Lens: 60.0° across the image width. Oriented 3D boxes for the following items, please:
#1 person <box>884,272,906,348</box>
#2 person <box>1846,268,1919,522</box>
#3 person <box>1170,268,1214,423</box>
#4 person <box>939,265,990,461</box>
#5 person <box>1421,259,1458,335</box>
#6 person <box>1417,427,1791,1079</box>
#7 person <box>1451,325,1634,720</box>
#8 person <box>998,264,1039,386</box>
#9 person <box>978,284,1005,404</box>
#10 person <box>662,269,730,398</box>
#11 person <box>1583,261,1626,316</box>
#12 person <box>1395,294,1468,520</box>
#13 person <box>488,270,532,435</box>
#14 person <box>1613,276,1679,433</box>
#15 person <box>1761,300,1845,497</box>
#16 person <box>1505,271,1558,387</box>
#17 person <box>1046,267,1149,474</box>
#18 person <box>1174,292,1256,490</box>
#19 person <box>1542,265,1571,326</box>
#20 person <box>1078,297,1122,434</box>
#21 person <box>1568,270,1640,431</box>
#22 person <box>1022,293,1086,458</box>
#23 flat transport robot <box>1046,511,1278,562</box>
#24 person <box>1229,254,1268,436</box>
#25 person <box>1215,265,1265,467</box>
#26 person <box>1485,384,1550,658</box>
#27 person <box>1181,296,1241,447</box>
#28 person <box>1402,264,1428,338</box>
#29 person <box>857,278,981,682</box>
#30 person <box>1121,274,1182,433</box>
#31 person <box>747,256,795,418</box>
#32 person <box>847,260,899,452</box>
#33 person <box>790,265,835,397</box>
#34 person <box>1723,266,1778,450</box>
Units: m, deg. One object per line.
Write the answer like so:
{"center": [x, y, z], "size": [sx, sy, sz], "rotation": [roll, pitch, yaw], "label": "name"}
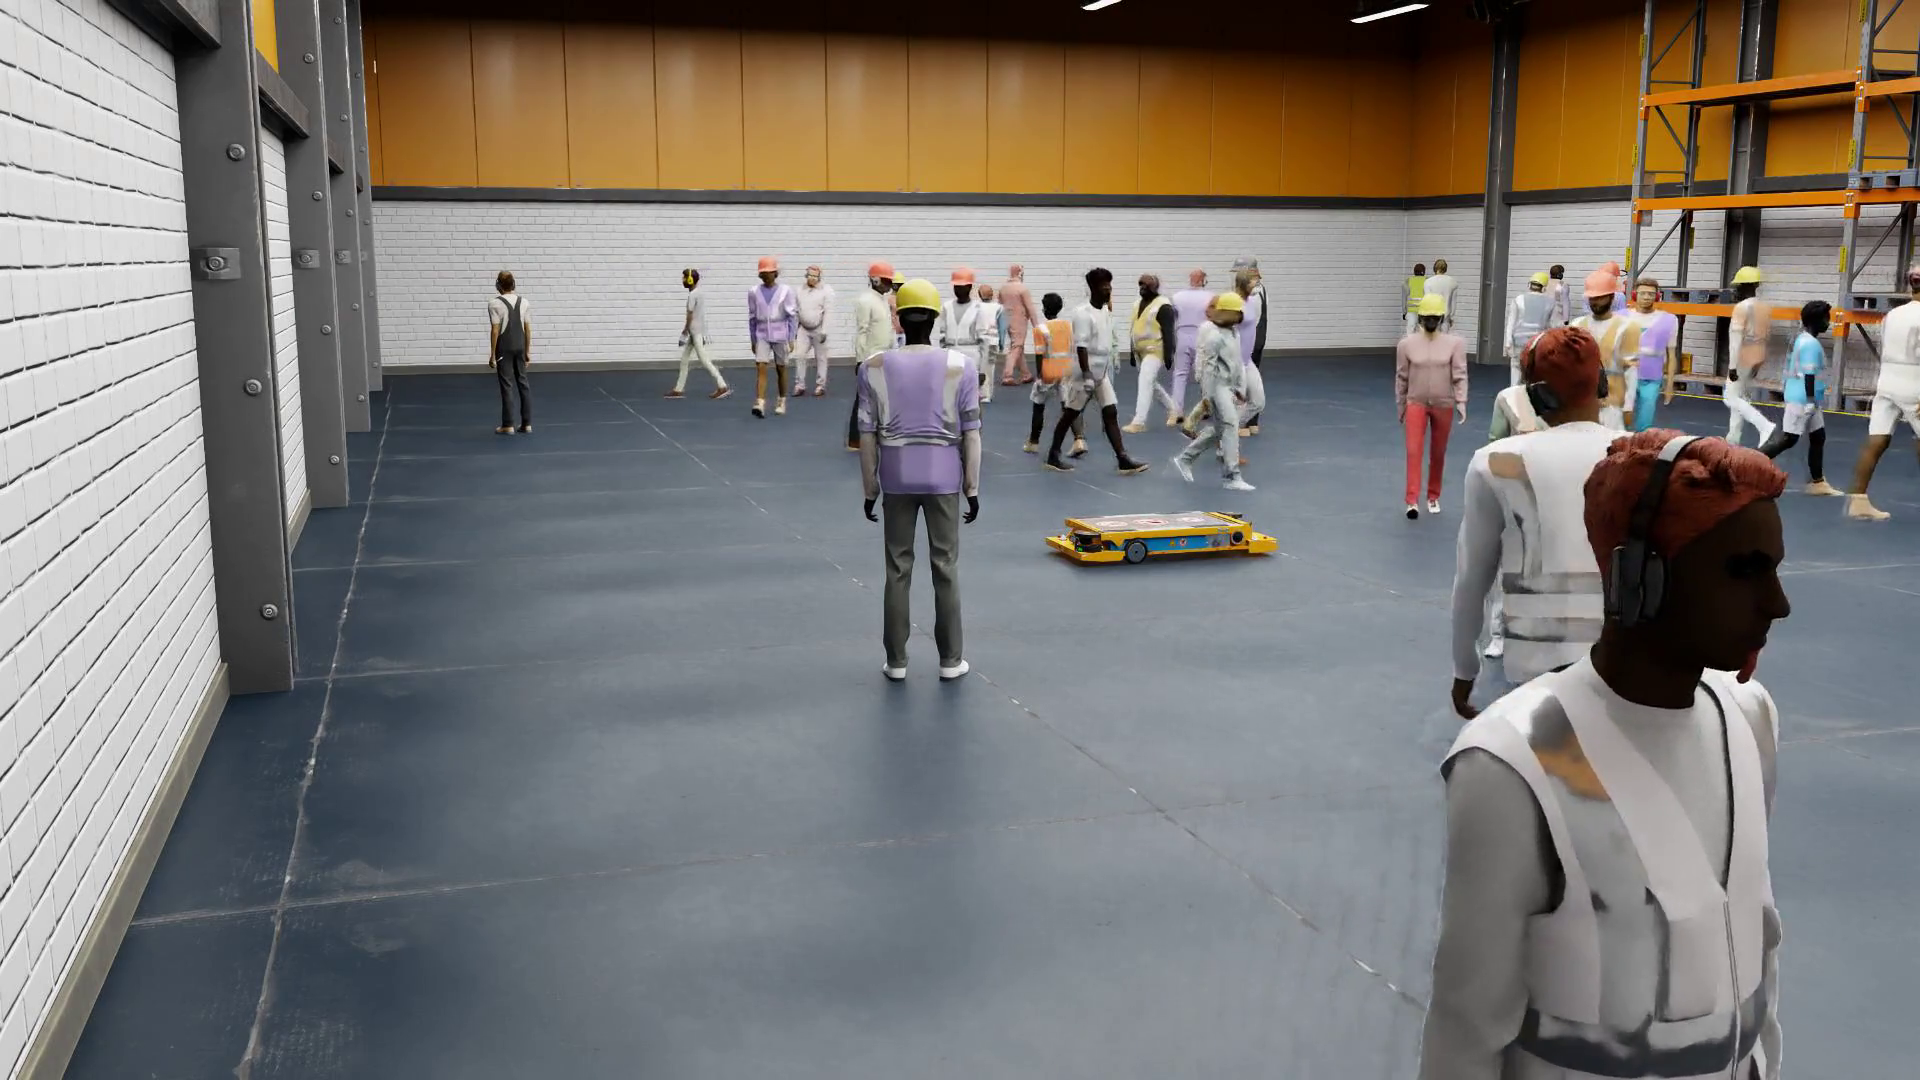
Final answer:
{"center": [-0.913, -2.975, 24.004], "size": [0.310, 1.769, 0.525], "rotation": [7, 12, 37], "label": "person"}
{"center": [7.264, -1.104, 12.603], "size": [1.057, 1.958, 0.687], "rotation": [-2, 10, -10], "label": "person"}
{"center": [2.839, -2.350, 20.134], "size": [0.661, 1.855, 1.018], "rotation": [5, 11, 25], "label": "person"}
{"center": [0.003, -1.707, 16.225], "size": [0.571, 1.914, 0.612], "rotation": [5, 11, 26], "label": "person"}
{"center": [8.021, -3.734, 27.895], "size": [0.636, 1.938, 0.358], "rotation": [-3, 10, -18], "label": "person"}
{"center": [0.785, 0.763, 2.180], "size": [0.583, 1.841, 0.966], "rotation": [-8, 12, -38], "label": "person"}
{"center": [1.638, 0.353, 4.488], "size": [0.596, 1.841, 0.767], "rotation": [2, 10, 9], "label": "person"}
{"center": [0.939, -3.317, 25.707], "size": [0.864, 1.864, 0.645], "rotation": [-7, 12, -33], "label": "person"}
{"center": [0.309, -2.681, 22.756], "size": [0.518, 1.613, 0.729], "rotation": [-4, 10, -20], "label": "person"}
{"center": [-3.704, -2.899, 23.404], "size": [0.953, 1.831, 0.535], "rotation": [-1, 10, -5], "label": "person"}
{"center": [7.905, -2.439, 20.399], "size": [0.361, 1.938, 0.545], "rotation": [-8, 13, -40], "label": "person"}
{"center": [3.615, -1.014, 12.785], "size": [0.541, 1.721, 0.922], "rotation": [3, 10, 15], "label": "person"}
{"center": [-5.082, -2.111, 18.769], "size": [0.344, 1.845, 0.506], "rotation": [10, 14, 44], "label": "person"}
{"center": [5.910, -1.366, 14.473], "size": [0.592, 1.833, 0.439], "rotation": [4, 10, 21], "label": "person"}
{"center": [6.979, -1.175, 13.907], "size": [0.809, 1.668, 0.541], "rotation": [4, 11, 23], "label": "person"}
{"center": [7.262, -2.507, 21.178], "size": [0.617, 1.803, 0.611], "rotation": [2, 10, 12], "label": "person"}
{"center": [1.226, -1.551, 15.358], "size": [1.021, 1.907, 0.618], "rotation": [7, 12, 34], "label": "person"}
{"center": [2.225, -1.306, 14.499], "size": [0.777, 1.717, 0.485], "rotation": [6, 11, 30], "label": "person"}
{"center": [10.086, -3.741, 28.219], "size": [0.428, 1.843, 0.629], "rotation": [-7, 12, -34], "label": "person"}
{"center": [1.567, -2.007, 18.816], "size": [0.512, 1.616, 0.557], "rotation": [-6, 11, -29], "label": "person"}
{"center": [4.792, -1.052, 12.441], "size": [0.556, 1.923, 0.571], "rotation": [8, 13, 40], "label": "person"}
{"center": [0.975, -1.649, 16.676], "size": [0.529, 1.652, 0.875], "rotation": [-5, 11, -27], "label": "person"}
{"center": [1.366, -0.035, 11.305], "size": [1.431, 0.197, 0.652], "rotation": [-3, 10, -17], "label": "flat transport robot"}
{"center": [3.150, -2.188, 18.649], "size": [0.538, 2.000, 0.690], "rotation": [5, 11, 28], "label": "person"}
{"center": [2.691, -1.649, 15.911], "size": [0.448, 1.908, 0.659], "rotation": [5, 11, 28], "label": "person"}
{"center": [2.894, -0.201, 8.313], "size": [0.522, 1.636, 0.311], "rotation": [4, 11, 22], "label": "person"}
{"center": [2.665, -1.804, 17.715], "size": [0.803, 1.595, 0.504], "rotation": [8, 12, 38], "label": "person"}
{"center": [8.737, -4.341, 31.711], "size": [0.621, 1.838, 0.429], "rotation": [5, 11, 27], "label": "person"}
{"center": [-0.191, -0.275, 7.916], "size": [0.586, 1.923, 0.371], "rotation": [0, 10, 2], "label": "person"}
{"center": [2.230, -2.147, 19.084], "size": [0.874, 1.816, 0.634], "rotation": [-5, 11, -27], "label": "person"}
{"center": [-2.352, -2.514, 20.674], "size": [0.632, 1.986, 1.036], "rotation": [1, 10, 7], "label": "person"}
{"center": [-0.766, -1.847, 16.909], "size": [0.900, 1.948, 0.631], "rotation": [2, 10, 11], "label": "person"}
{"center": [-2.111, -2.954, 23.583], "size": [0.656, 1.868, 0.756], "rotation": [4, 10, 20], "label": "person"}
{"center": [8.074, -1.836, 16.999], "size": [0.589, 1.909, 0.646], "rotation": [-8, 12, -38], "label": "person"}
